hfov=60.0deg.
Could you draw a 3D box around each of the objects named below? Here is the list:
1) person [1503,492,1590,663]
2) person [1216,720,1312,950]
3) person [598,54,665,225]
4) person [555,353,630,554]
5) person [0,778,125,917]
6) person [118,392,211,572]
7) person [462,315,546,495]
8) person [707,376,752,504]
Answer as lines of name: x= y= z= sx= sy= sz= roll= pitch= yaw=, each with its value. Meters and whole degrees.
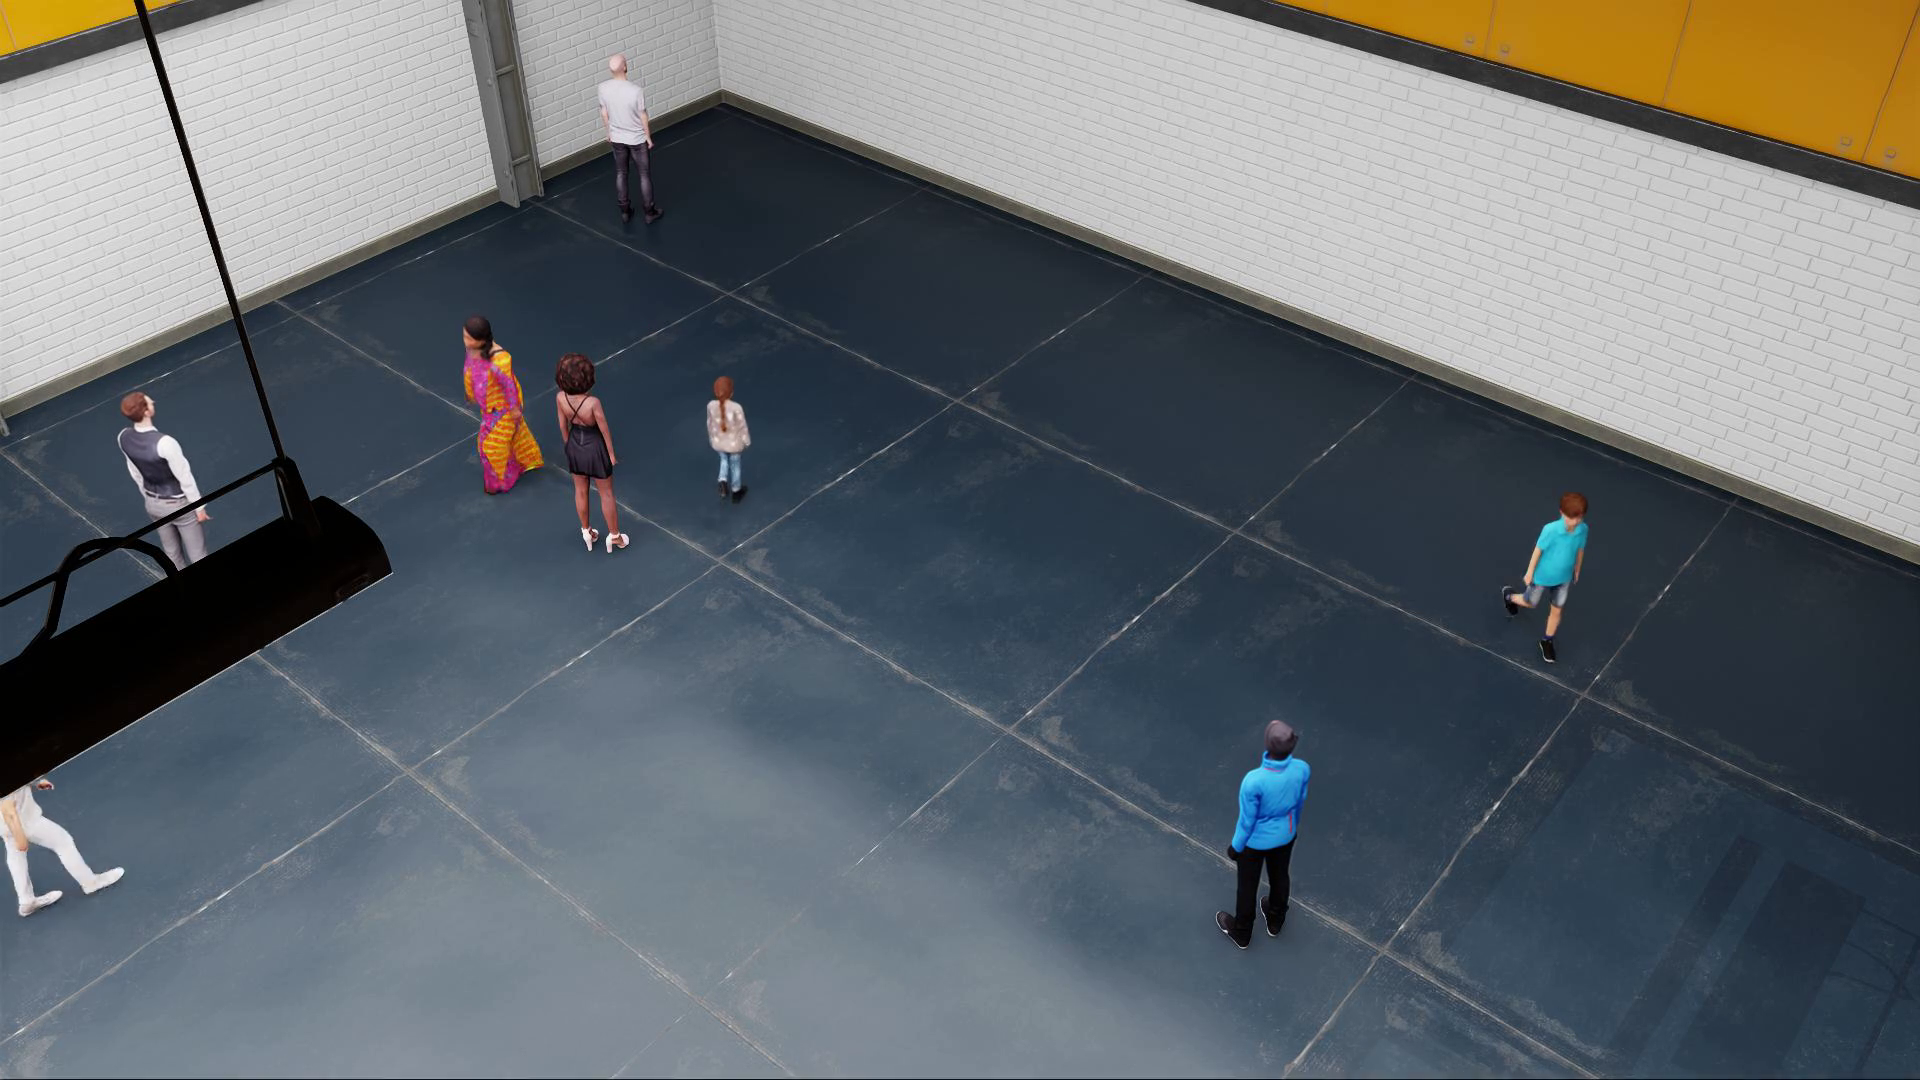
person: x=4.325 y=0.178 z=12.233 sx=0.890 sy=1.427 sz=0.941 roll=-6 pitch=39 yaw=-8
person: x=1.836 y=1.771 z=9.946 sx=0.621 sy=1.794 sz=0.750 roll=-15 pitch=41 yaw=-18
person: x=-3.467 y=-4.189 z=17.378 sx=0.748 sy=1.832 sz=0.749 roll=8 pitch=39 yaw=10
person: x=-2.904 y=-0.665 z=13.000 sx=0.649 sy=1.788 sz=0.658 roll=10 pitch=40 yaw=13
person: x=-5.852 y=1.708 z=10.144 sx=0.877 sy=1.644 sz=0.660 roll=-31 pitch=48 yaw=-33
person: x=-5.880 y=-0.275 z=12.393 sx=0.730 sy=1.937 sz=0.704 roll=12 pitch=40 yaw=14
person: x=-3.770 y=-1.178 z=13.761 sx=0.904 sy=1.641 sz=0.783 roll=-23 pitch=44 yaw=-26
person: x=-1.920 y=-0.792 z=13.642 sx=0.557 sy=1.187 sz=0.587 roll=12 pitch=40 yaw=14
